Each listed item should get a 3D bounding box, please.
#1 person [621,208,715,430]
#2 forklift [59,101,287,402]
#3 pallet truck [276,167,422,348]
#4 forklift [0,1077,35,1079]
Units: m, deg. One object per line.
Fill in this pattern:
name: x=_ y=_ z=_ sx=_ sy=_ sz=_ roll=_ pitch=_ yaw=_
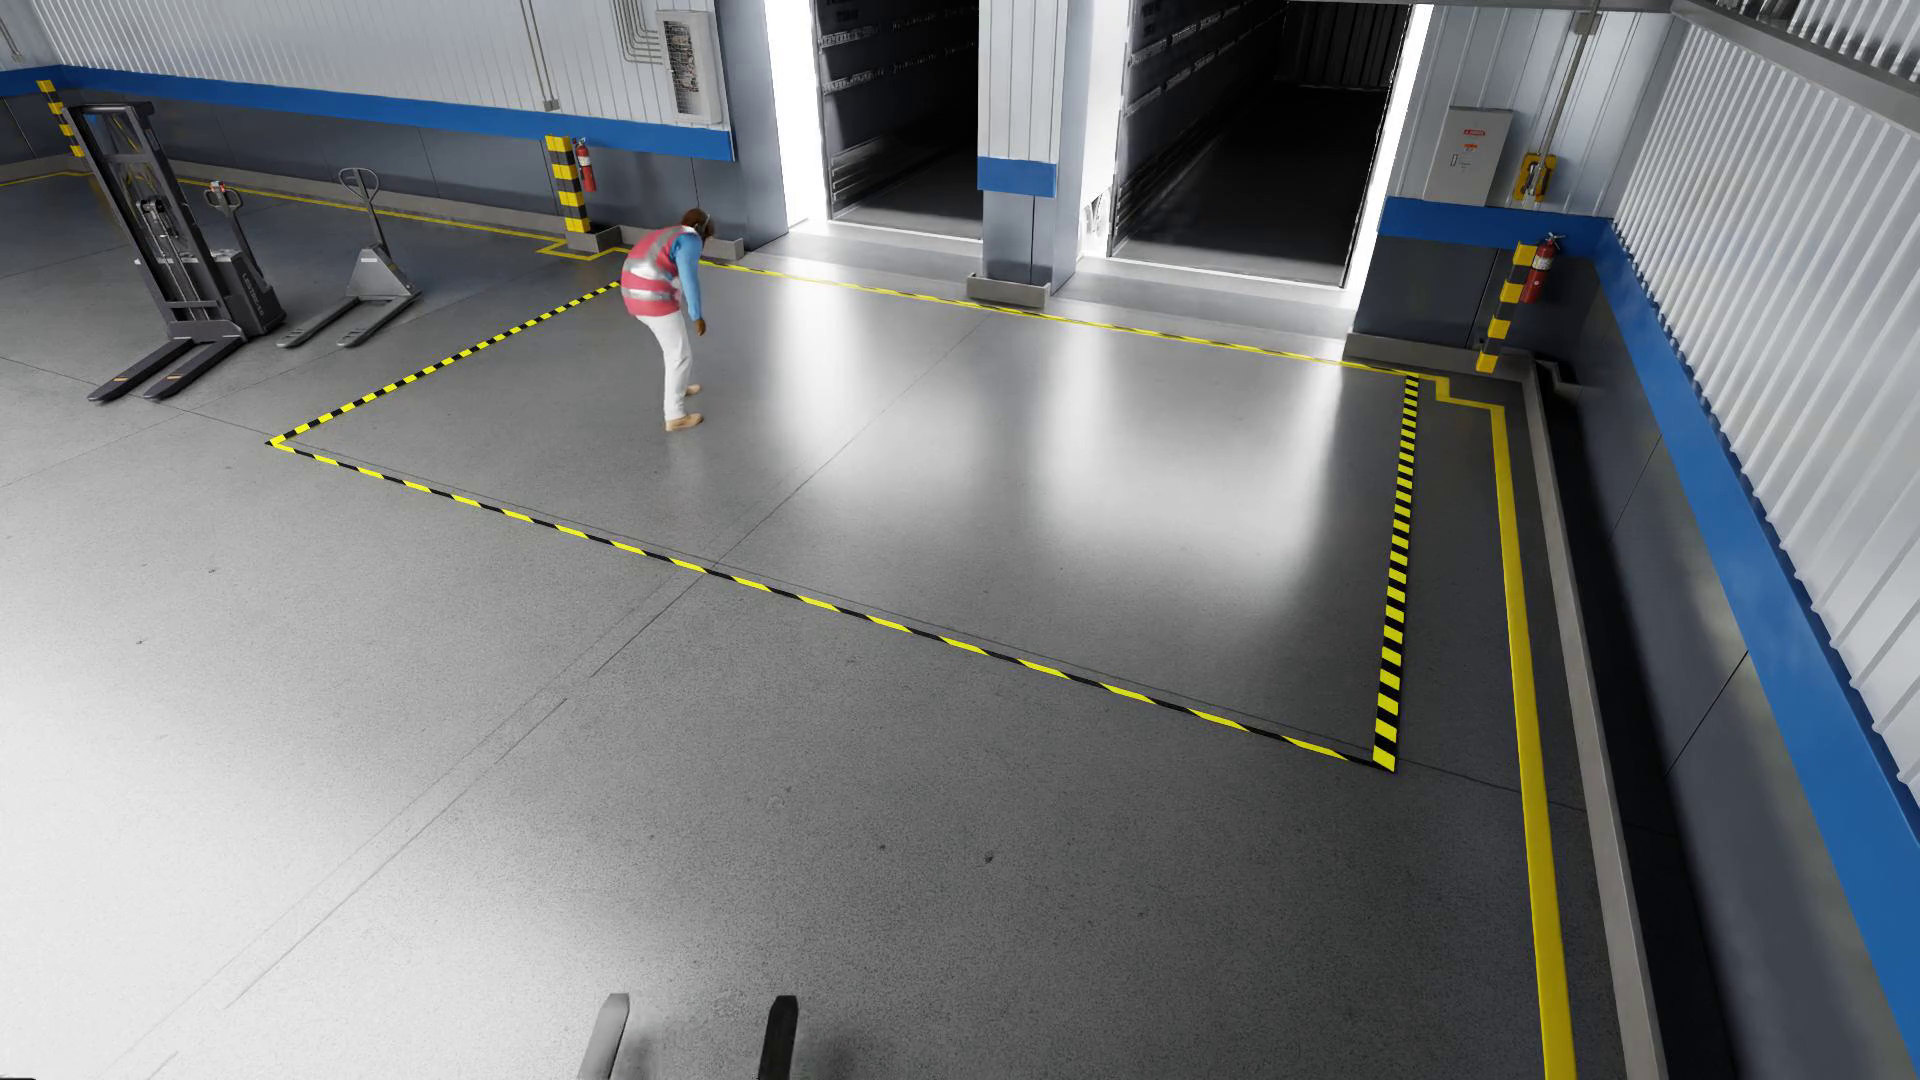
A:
person: x=-2.080 y=-1.676 z=6.924 sx=0.870 sy=1.441 sz=0.846 roll=-29 pitch=44 yaw=-35
forklift: x=-6.686 y=-2.387 z=7.434 sx=0.823 sy=1.965 sz=1.885 roll=-3 pitch=35 yaw=-5
pallet truck: x=-5.732 y=-2.611 z=8.414 sx=0.680 sy=1.201 sz=1.601 roll=-1 pitch=35 yaw=-1
forklift: x=-0.933 y=2.128 z=0.666 sx=1.157 sy=2.036 sz=2.680 roll=0 pitch=35 yaw=1
